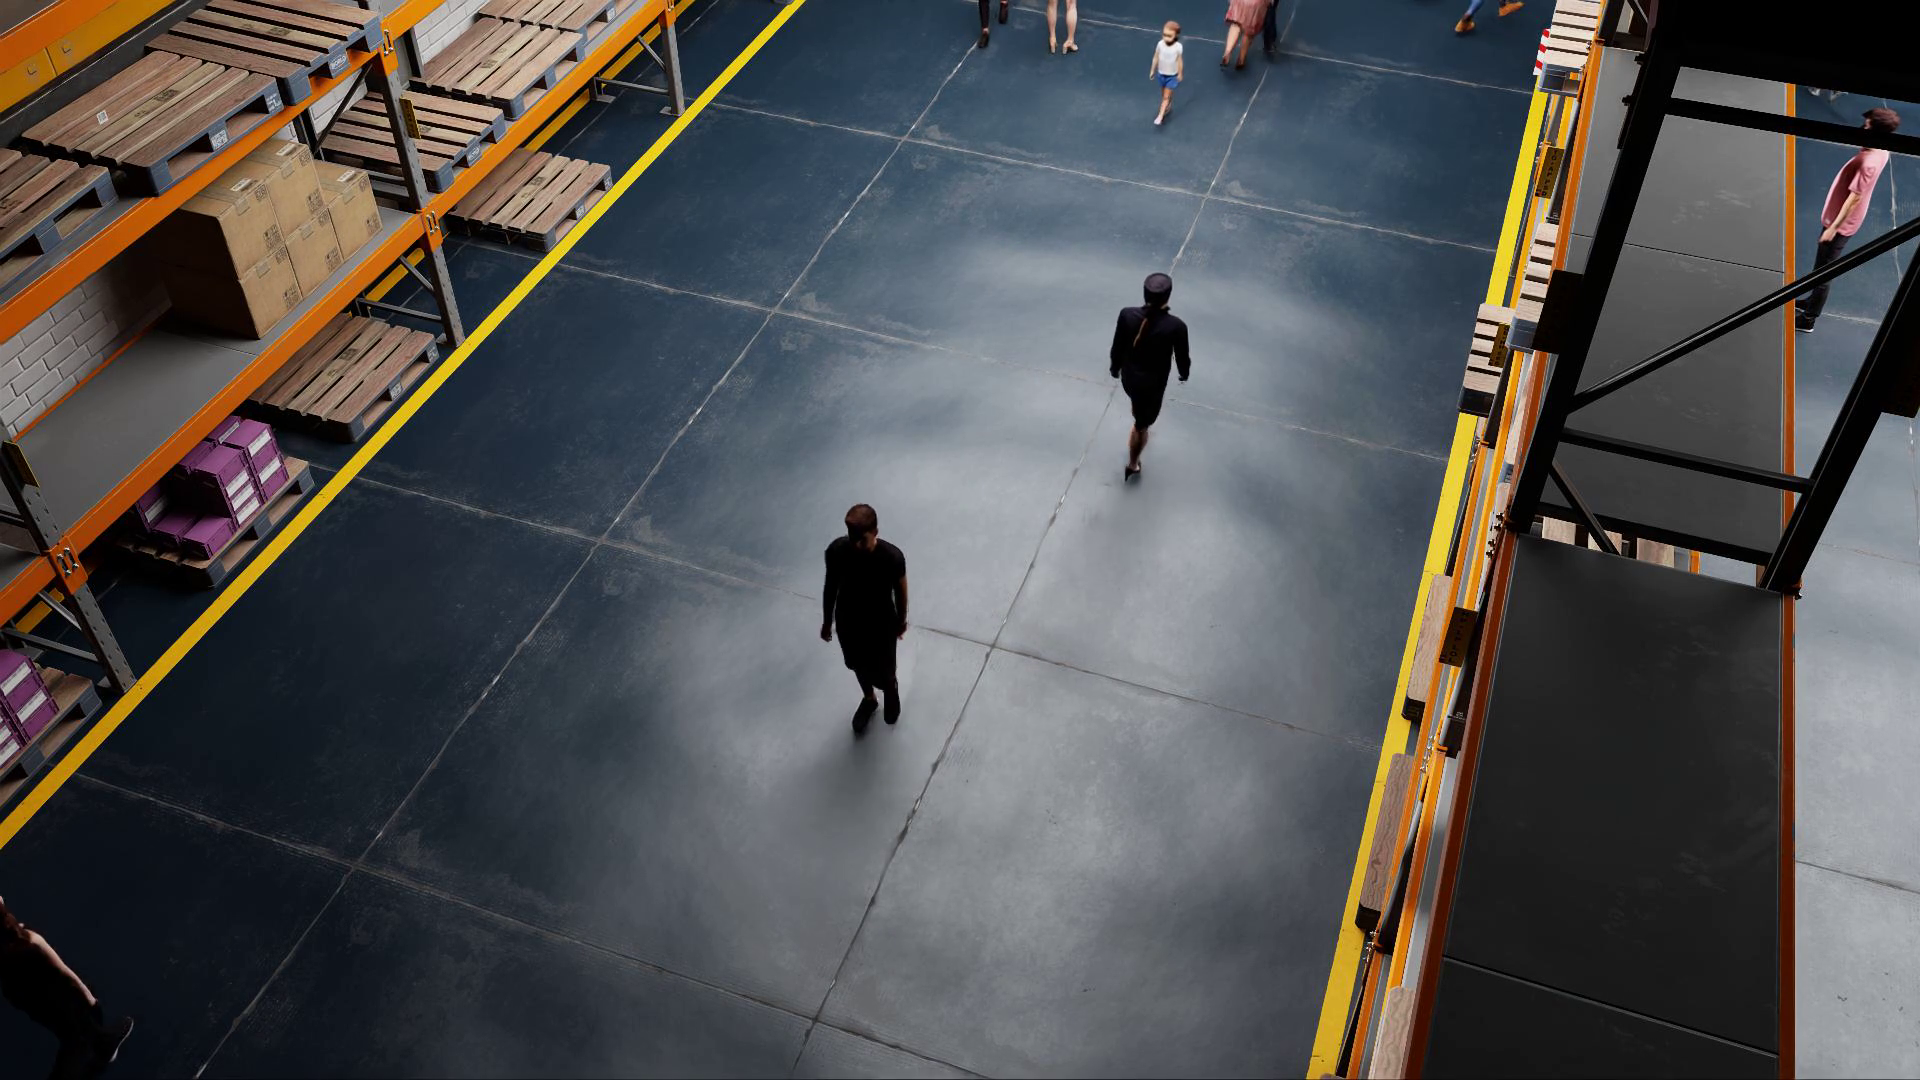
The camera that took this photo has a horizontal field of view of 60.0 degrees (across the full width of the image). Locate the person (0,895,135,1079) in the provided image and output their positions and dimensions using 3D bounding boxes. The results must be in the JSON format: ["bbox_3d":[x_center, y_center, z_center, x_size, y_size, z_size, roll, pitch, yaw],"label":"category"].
[{"bbox_3d":[-4.646,2.331,8.313,0.688,1.725,1.067,7,44,7],"label":"person"}]

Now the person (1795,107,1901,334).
[{"bbox_3d":[7.049,-2.550,13.262,0.729,1.964,0.555,23,48,22],"label":"person"}]

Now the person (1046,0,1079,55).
[{"bbox_3d":[1.046,-5.777,16.788,0.655,1.774,0.640,17,46,17],"label":"person"}]

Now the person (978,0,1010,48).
[{"bbox_3d":[0.388,-6.032,17.132,0.741,1.668,1.216,7,44,7],"label":"person"}]

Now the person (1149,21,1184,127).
[{"bbox_3d":[2.029,-4.536,16.053,0.518,0.991,0.738,22,48,22],"label":"person"}]

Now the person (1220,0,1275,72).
[{"bbox_3d":[2.886,-5.374,16.436,0.659,1.677,0.698,11,45,12],"label":"person"}]

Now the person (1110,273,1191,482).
[{"bbox_3d":[1.303,-1.117,11.992,0.770,1.641,0.990,18,47,18],"label":"person"}]

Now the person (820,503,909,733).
[{"bbox_3d":[-0.541,0.421,10.229,0.684,1.847,0.662,12,45,12],"label":"person"}]

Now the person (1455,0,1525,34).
[{"bbox_3d":[5.476,-5.978,17.071,1.162,1.674,1.113,-20,47,-19],"label":"person"}]
